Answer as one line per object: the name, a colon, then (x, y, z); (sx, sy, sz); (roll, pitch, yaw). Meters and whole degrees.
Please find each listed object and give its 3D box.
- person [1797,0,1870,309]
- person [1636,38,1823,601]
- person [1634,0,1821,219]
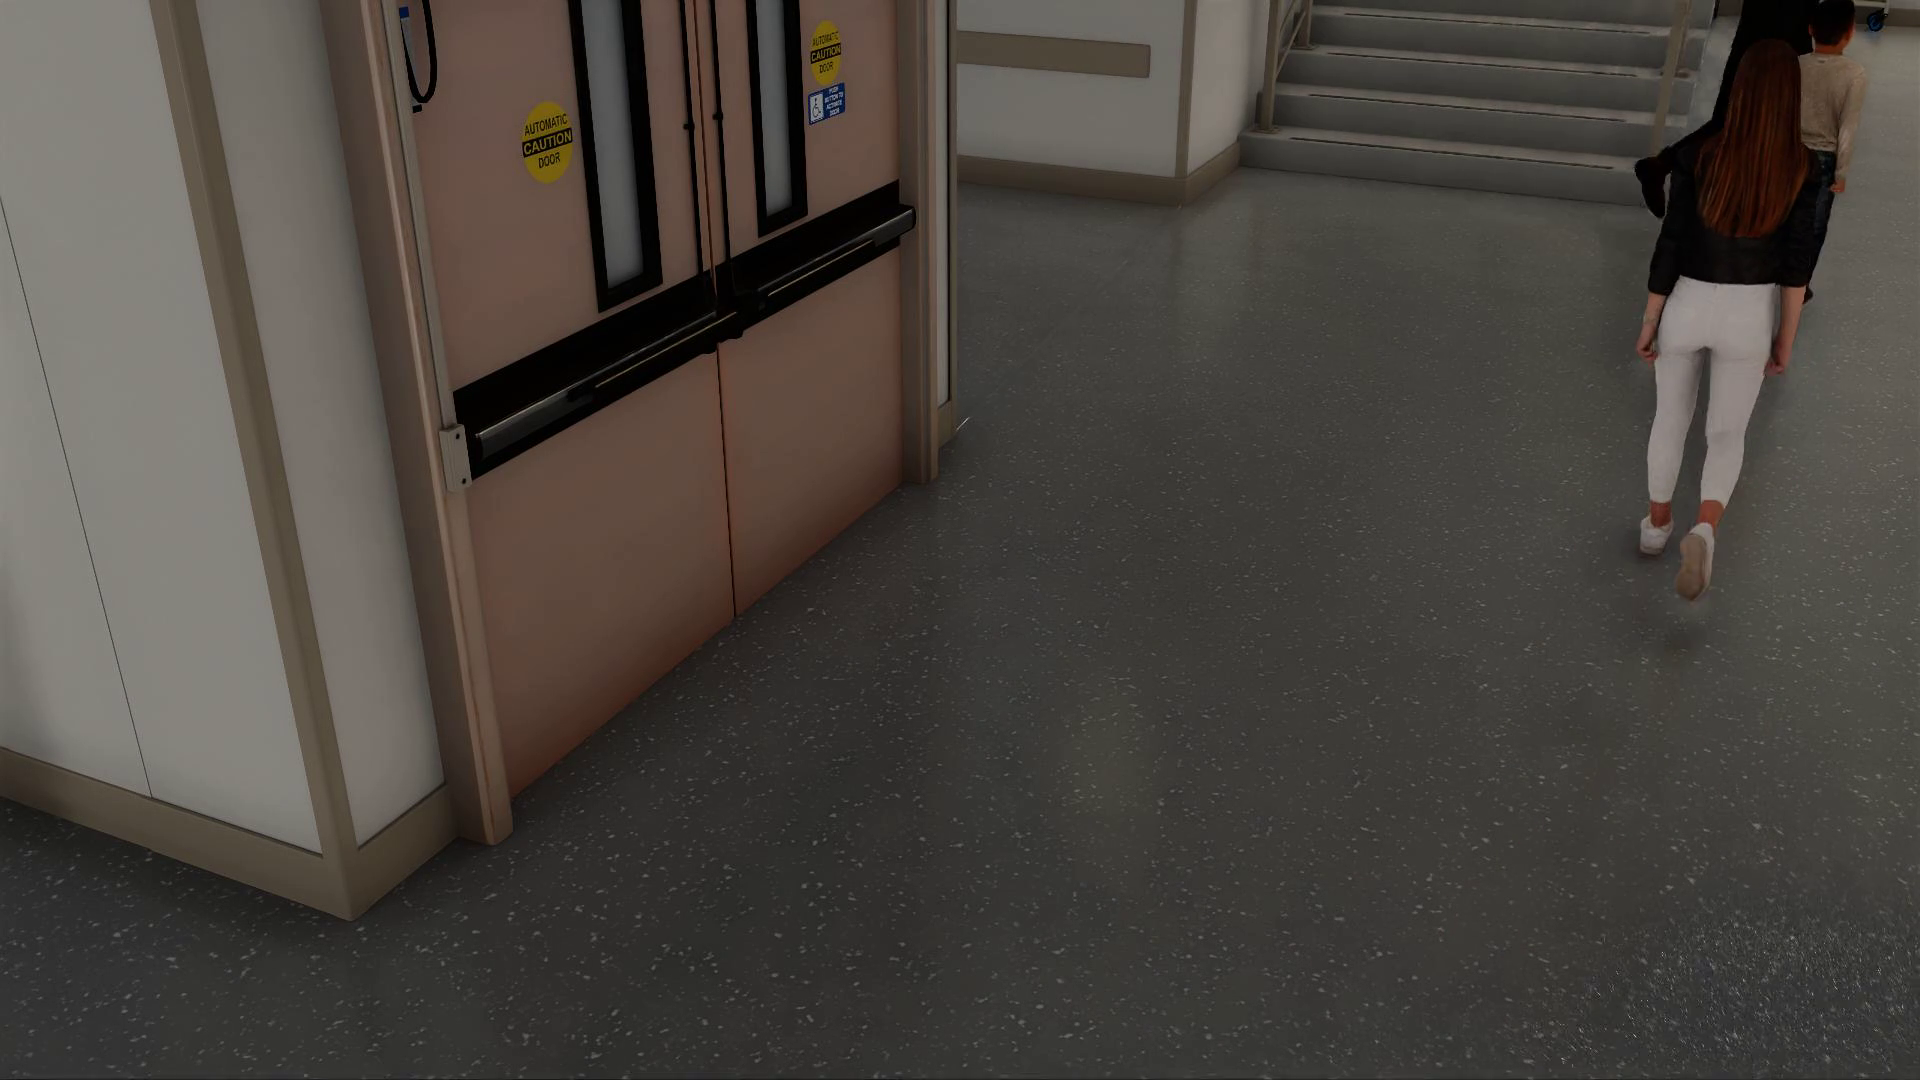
person: (3.766, -1.665, 7.499); (0.737, 1.441, 1.046); (21, 33, 36)
person: (2.309, -0.634, 5.084); (0.603, 1.681, 0.983); (10, 28, 21)
person: (4.212, -2.569, 8.886); (1.228, 1.864, 1.308); (-4, 26, -8)
